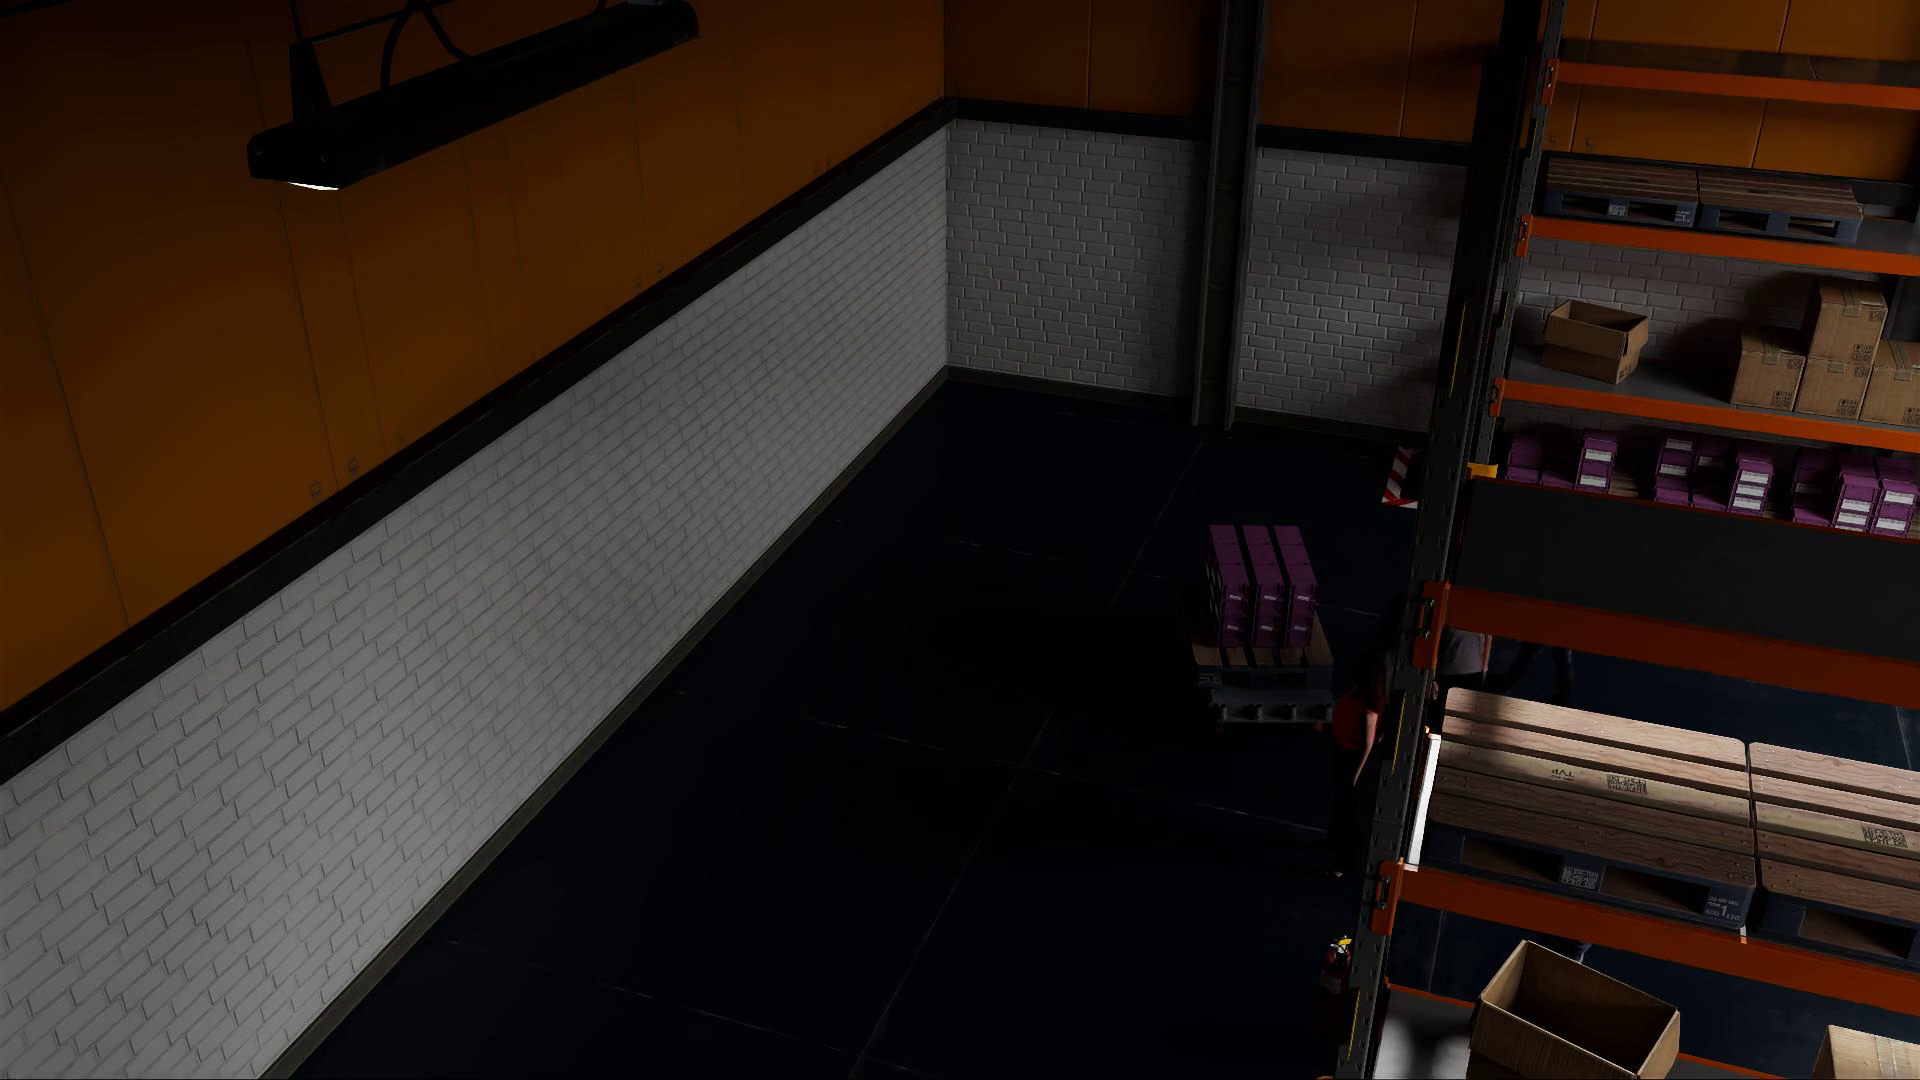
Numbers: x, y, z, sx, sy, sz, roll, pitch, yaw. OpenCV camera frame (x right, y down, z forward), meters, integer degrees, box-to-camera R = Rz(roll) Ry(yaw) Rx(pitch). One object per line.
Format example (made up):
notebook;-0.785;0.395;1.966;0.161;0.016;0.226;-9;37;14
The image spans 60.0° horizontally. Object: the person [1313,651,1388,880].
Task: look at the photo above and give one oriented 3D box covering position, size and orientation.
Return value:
person;2.498;1.413;10.598;0.612;1.660;0.637;1;29;3
